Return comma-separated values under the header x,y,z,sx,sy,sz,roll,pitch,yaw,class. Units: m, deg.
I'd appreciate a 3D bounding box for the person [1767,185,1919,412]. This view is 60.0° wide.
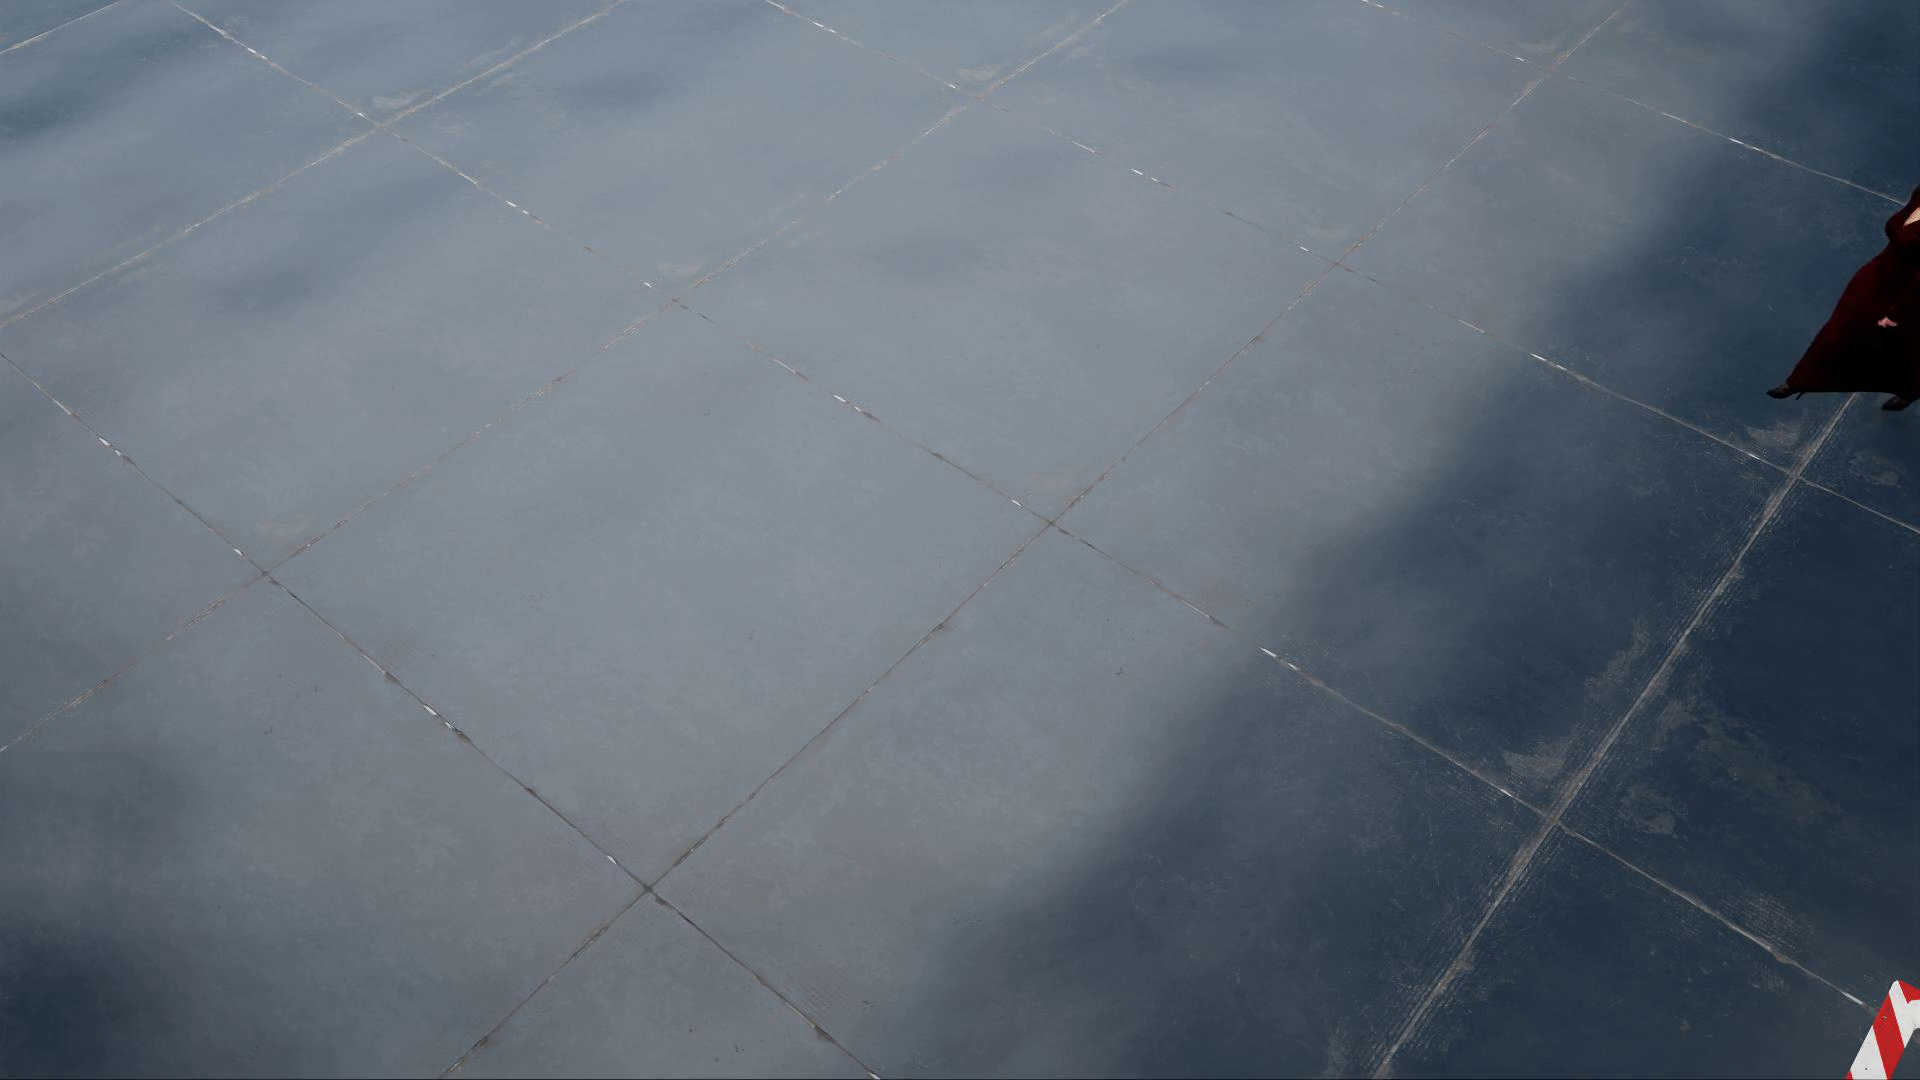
x,y,z,sx,sy,sz,roll,pitch,yaw,class
5.260,-1.349,9.144,1.152,1.716,1.091,-3,47,-3,person
